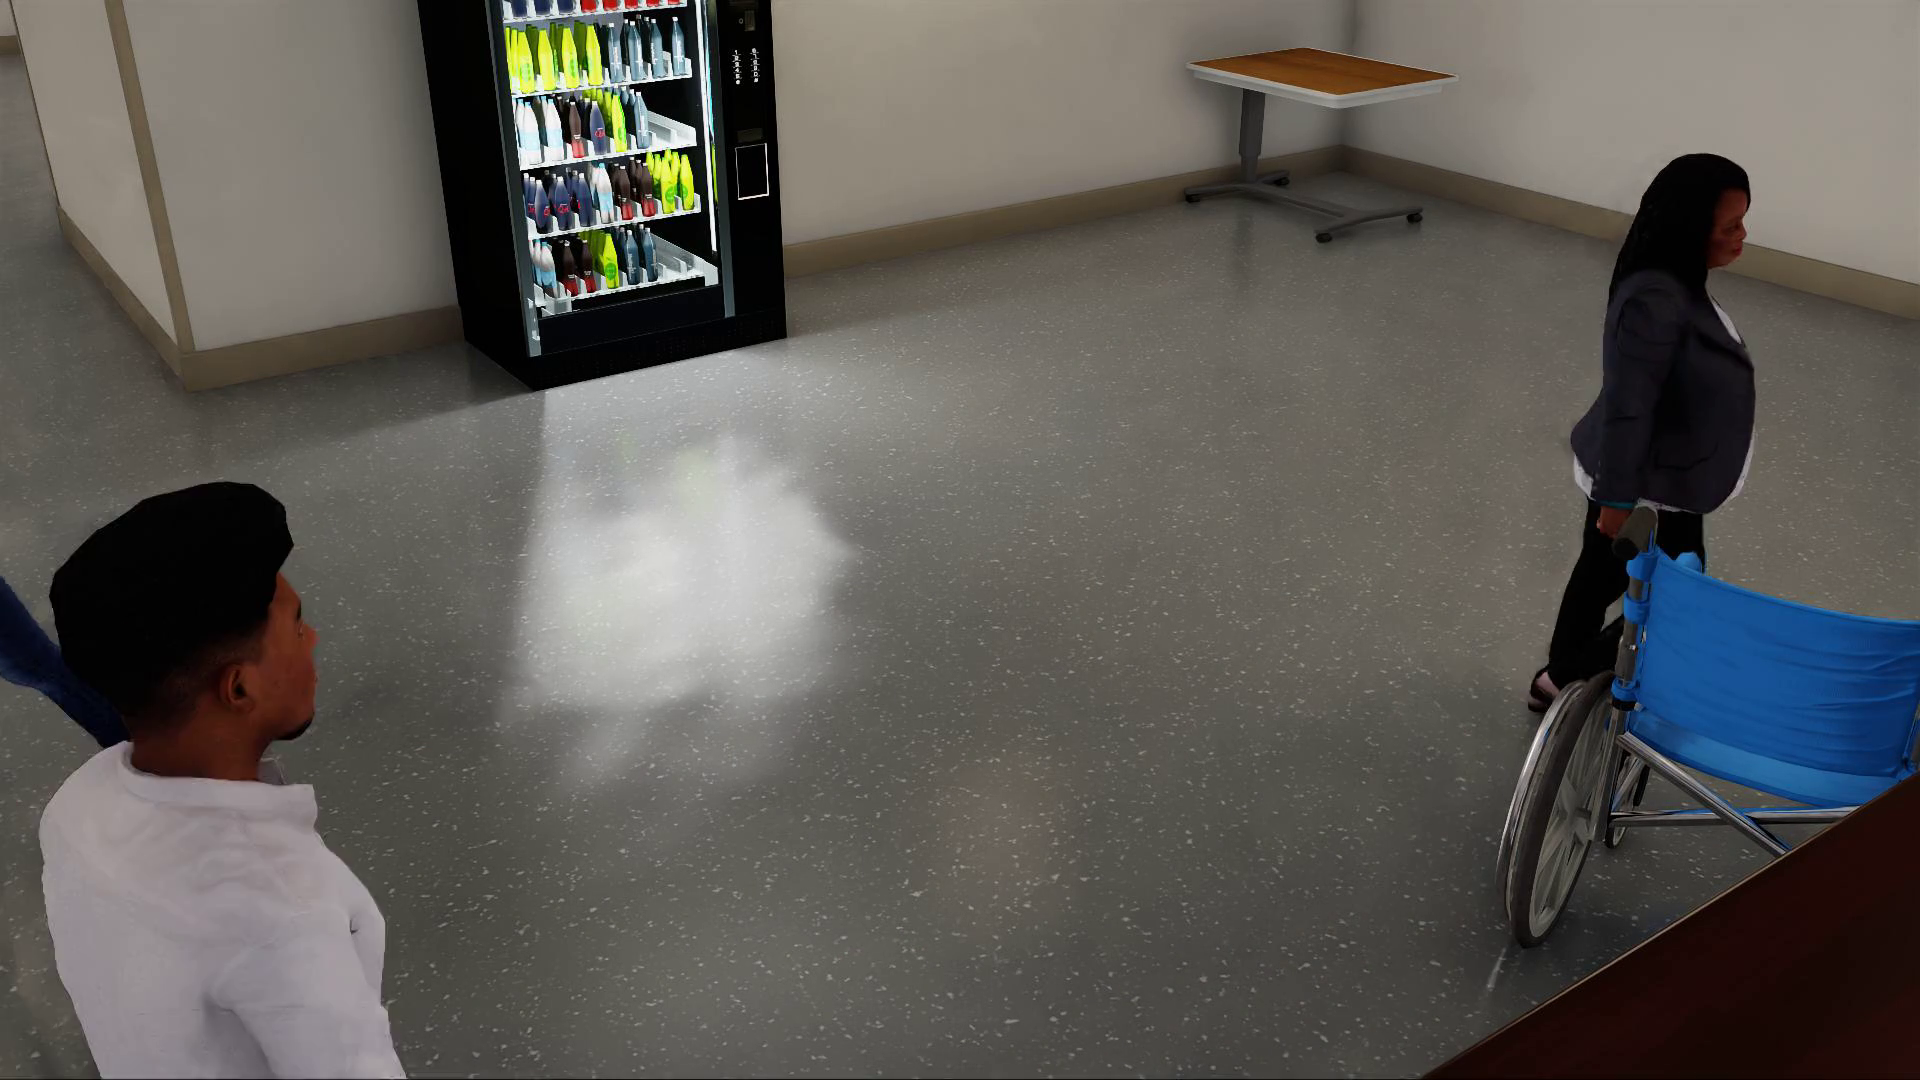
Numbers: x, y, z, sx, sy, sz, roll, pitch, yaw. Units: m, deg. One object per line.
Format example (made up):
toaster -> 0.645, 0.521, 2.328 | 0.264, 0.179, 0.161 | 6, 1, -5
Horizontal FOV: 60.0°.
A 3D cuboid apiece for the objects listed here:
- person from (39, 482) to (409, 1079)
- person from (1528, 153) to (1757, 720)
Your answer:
person -> -0.860, 0.850, 1.893 | 1.163, 1.760, 0.817 | -23, 34, -39
person -> 1.660, -0.180, 4.226 | 0.915, 1.588, 0.837 | 5, 26, 10
